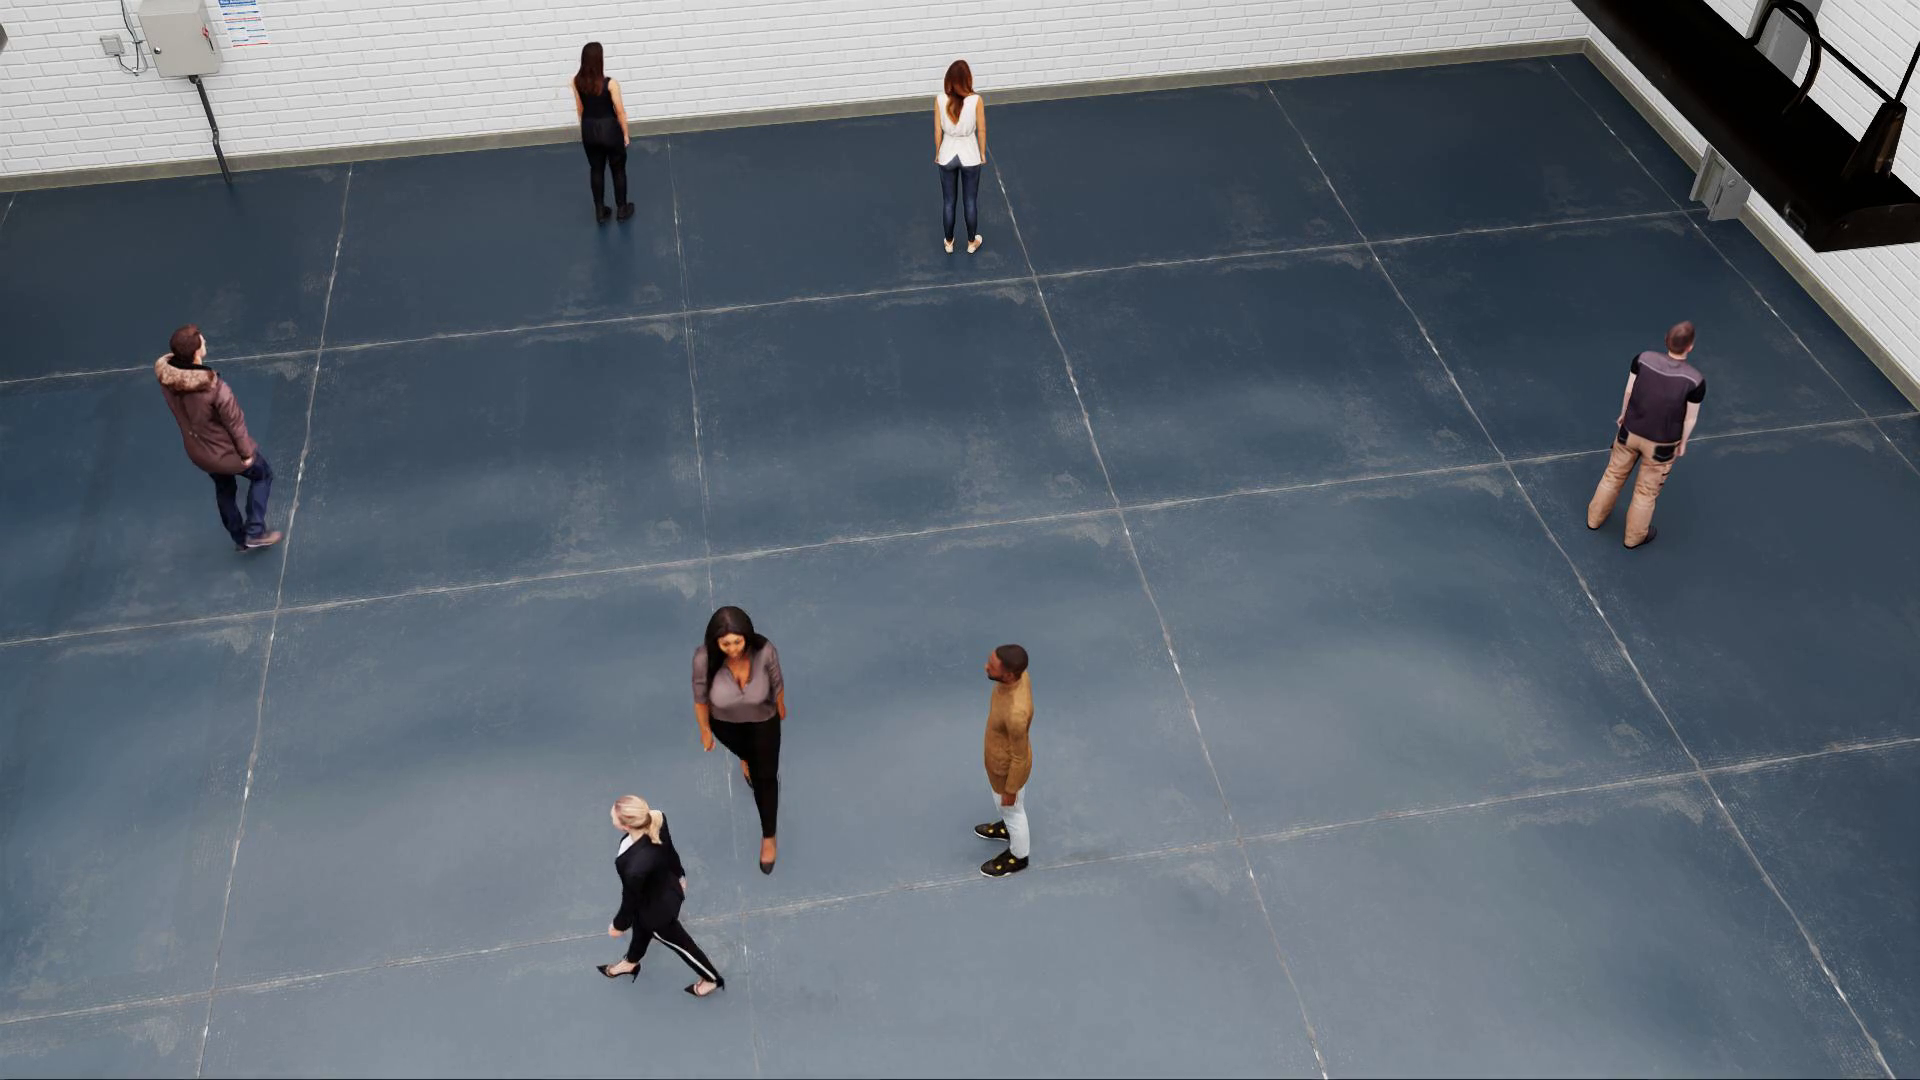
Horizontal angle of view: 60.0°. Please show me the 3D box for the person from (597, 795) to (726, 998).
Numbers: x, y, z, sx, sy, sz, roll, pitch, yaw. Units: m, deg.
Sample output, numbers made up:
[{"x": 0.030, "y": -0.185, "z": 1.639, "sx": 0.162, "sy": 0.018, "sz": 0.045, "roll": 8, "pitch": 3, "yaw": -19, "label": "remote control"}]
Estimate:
[{"x": -1.486, "y": 1.928, "z": 8.699, "sx": 0.782, "sy": 1.672, "sz": 0.938, "roll": 1, "pitch": 44, "yaw": 1, "label": "person"}]

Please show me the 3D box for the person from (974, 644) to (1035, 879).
[{"x": 0.273, "y": 1.224, "z": 9.334, "sx": 0.714, "sy": 1.815, "sz": 0.469, "roll": -5, "pitch": 44, "yaw": -5, "label": "person"}]

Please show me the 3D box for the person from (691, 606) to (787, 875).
[{"x": -1.261, "y": 0.986, "z": 9.608, "sx": 0.693, "sy": 1.784, "sz": 1.160, "roll": -4, "pitch": 44, "yaw": -5, "label": "person"}]

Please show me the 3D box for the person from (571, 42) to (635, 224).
[{"x": -3.119, "y": -3.496, "z": 14.384, "sx": 0.677, "sy": 1.685, "sz": 0.675, "roll": 5, "pitch": 44, "yaw": 6, "label": "person"}]

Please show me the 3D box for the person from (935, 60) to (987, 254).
[{"x": -0.002, "y": -3.210, "z": 14.012, "sx": 0.638, "sy": 1.785, "sz": 0.613, "roll": 4, "pitch": 44, "yaw": 4, "label": "person"}]

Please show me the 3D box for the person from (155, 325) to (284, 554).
[{"x": -5.063, "y": -0.595, "z": 11.232, "sx": 0.865, "sy": 1.831, "sz": 0.857, "roll": 14, "pitch": 45, "yaw": 14, "label": "person"}]

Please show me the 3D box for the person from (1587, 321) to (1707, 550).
[{"x": 4.717, "y": -0.738, "z": 11.376, "sx": 0.836, "sy": 1.840, "sz": 0.733, "roll": -34, "pitch": 53, "yaw": -30, "label": "person"}]
